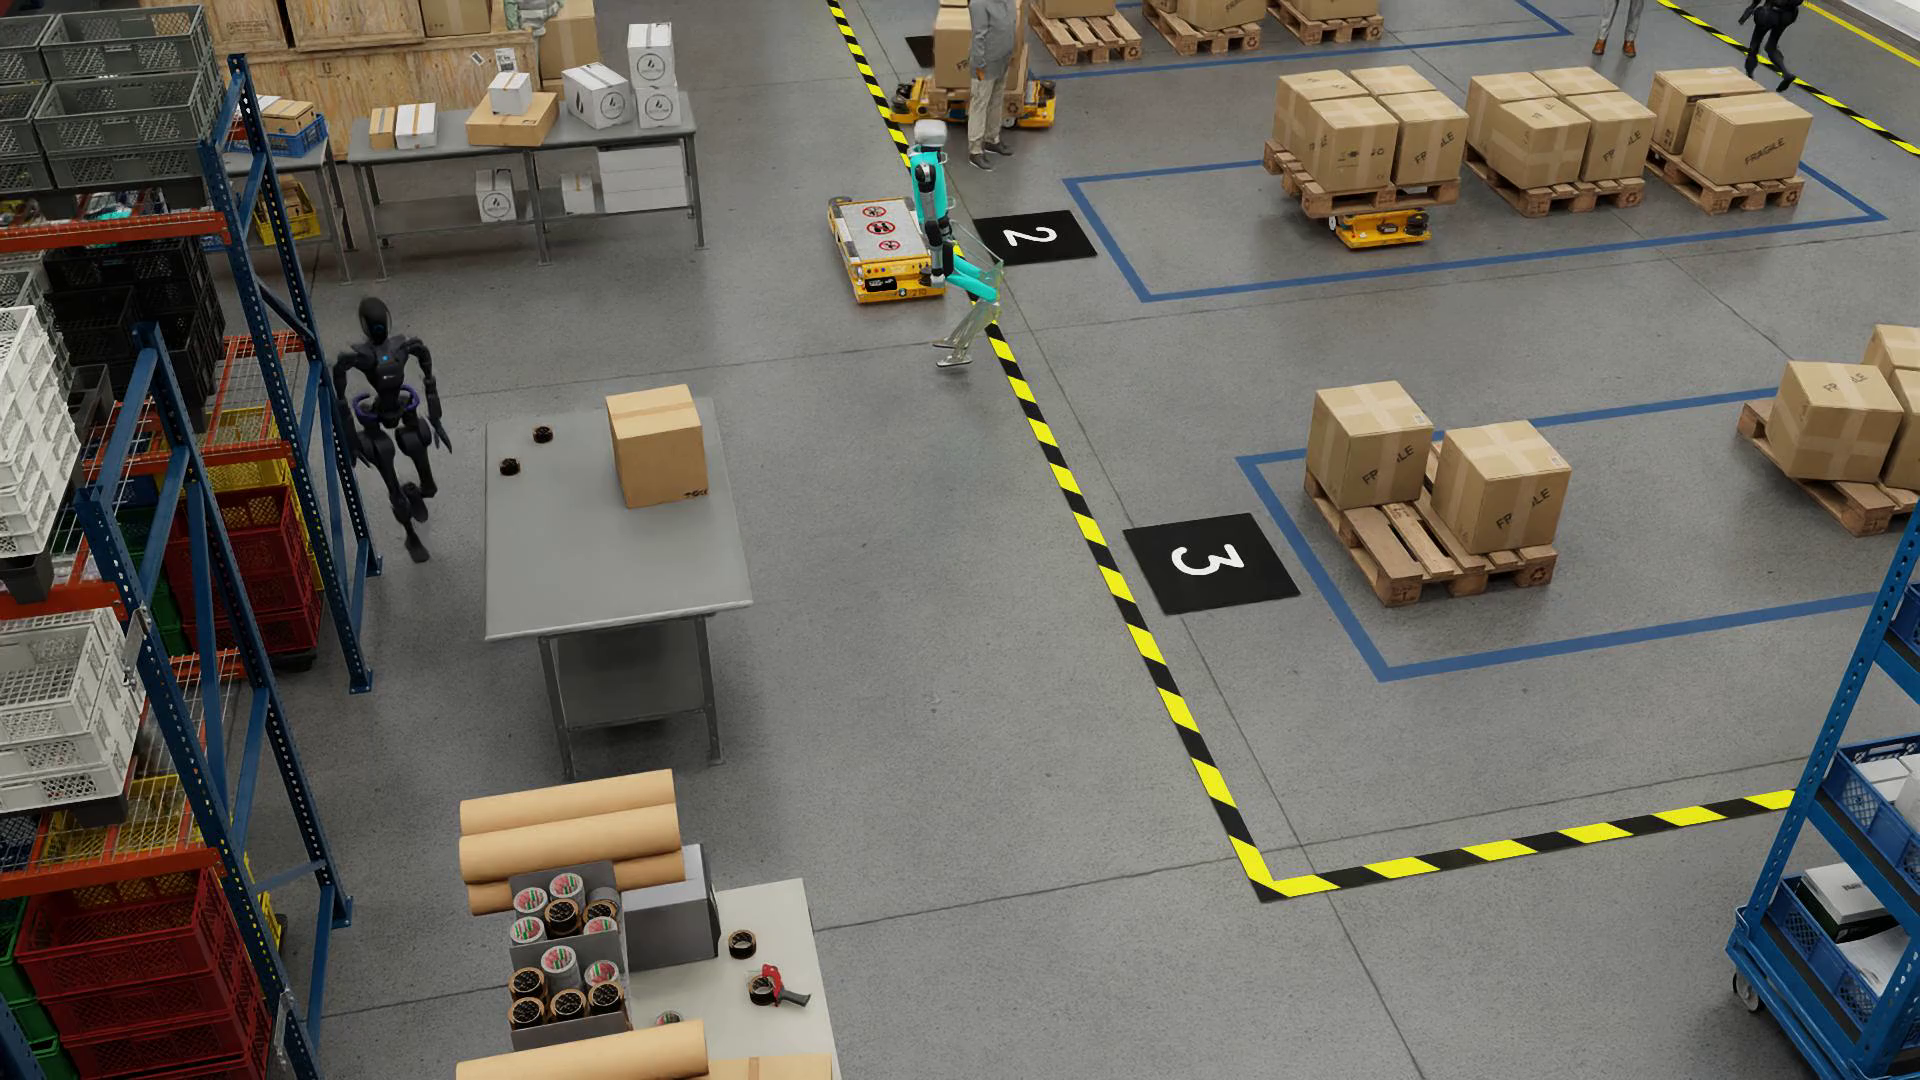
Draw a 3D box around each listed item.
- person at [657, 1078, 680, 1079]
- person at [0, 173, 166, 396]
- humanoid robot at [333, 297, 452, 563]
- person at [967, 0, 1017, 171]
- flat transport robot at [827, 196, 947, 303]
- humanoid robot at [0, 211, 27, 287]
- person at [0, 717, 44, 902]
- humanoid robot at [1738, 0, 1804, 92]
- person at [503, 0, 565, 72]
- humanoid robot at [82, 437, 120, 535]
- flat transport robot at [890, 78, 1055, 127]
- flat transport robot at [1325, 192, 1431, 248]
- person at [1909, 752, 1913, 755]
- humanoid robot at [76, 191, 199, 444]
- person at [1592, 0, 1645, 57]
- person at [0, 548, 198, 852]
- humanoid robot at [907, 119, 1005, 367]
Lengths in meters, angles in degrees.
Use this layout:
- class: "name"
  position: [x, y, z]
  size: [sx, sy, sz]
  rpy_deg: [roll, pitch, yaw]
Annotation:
- class: "person"
  position: [-0.903, 2.253, 5.112]
  size: [0.369, 1.957, 0.603]
  rpy_deg: [-2, 37, -3]
- class: "person"
  position: [-5.518, -1.537, 10.357]
  size: [0.943, 1.763, 0.686]
  rpy_deg: [0, 37, 0]
- class: "humanoid robot"
  position: [-3.200, -0.663, 9.272]
  size: [0.587, 1.627, 0.514]
  rpy_deg: [-21, 42, -26]
- class: "person"
  position: [0.265, -3.936, 13.590]
  size: [0.407, 1.762, 0.564]
  rpy_deg: [20, 41, 25]
- class: "flat transport robot"
  position: [-0.570, -2.220, 12.538]
  size: [0.659, 0.231, 1.431]
  rpy_deg: [-8, 37, -10]
- class: "humanoid robot"
  position: [-5.852, -1.350, 10.128]
  size: [0.537, 1.784, 0.671]
  rpy_deg: [-27, 44, -31]
- class: "person"
  position: [-4.139, 0.878, 7.056]
  size: [0.429, 1.844, 0.626]
  rpy_deg: [28, 45, 32]
- class: "humanoid robot"
  position: [7.281, -4.725, 14.728]
  size: [0.602, 1.646, 0.486]
  rpy_deg: [-15, 39, -19]
- class: "person"
  position: [-3.538, -4.318, 13.962]
  size: [0.412, 1.939, 0.604]
  rpy_deg: [24, 43, 29]
- class: "humanoid robot"
  position: [-5.041, -0.755, 9.328]
  size: [0.754, 1.756, 0.534]
  rpy_deg: [-10, 38, -13]
- class: "flat transport robot"
  position: [0.123, -3.909, 14.784]
  size: [1.431, 0.197, 0.652]
  rpy_deg: [3, 37, 3]
- class: "flat transport robot"
  position: [3.134, -2.740, 13.213]
  size: [0.652, 0.197, 1.431]
  rpy_deg: [-8, 37, -10]
- class: "person"
  position: [4.449, 0.743, 7.228]
  size: [0.387, 1.850, 0.597]
  rpy_deg: [-6, 37, -8]
- class: "humanoid robot"
  position: [-5.123, -1.264, 9.970]
  size: [0.543, 1.754, 0.678]
  rpy_deg: [29, 45, 33]
- class: "person"
  position: [6.348, -5.487, 15.575]
  size: [0.589, 1.883, 0.349]
  rpy_deg: [8, 37, 11]
- class: "person"
  position: [-3.856, 0.653, 7.219]
  size: [0.709, 2.019, 0.468]
  rpy_deg: [-27, 44, -31]
- class: "humanoid robot"
  position: [0.034, -1.911, 10.782]
  size: [0.735, 1.673, 0.533]
  rpy_deg: [-1, 37, -1]
